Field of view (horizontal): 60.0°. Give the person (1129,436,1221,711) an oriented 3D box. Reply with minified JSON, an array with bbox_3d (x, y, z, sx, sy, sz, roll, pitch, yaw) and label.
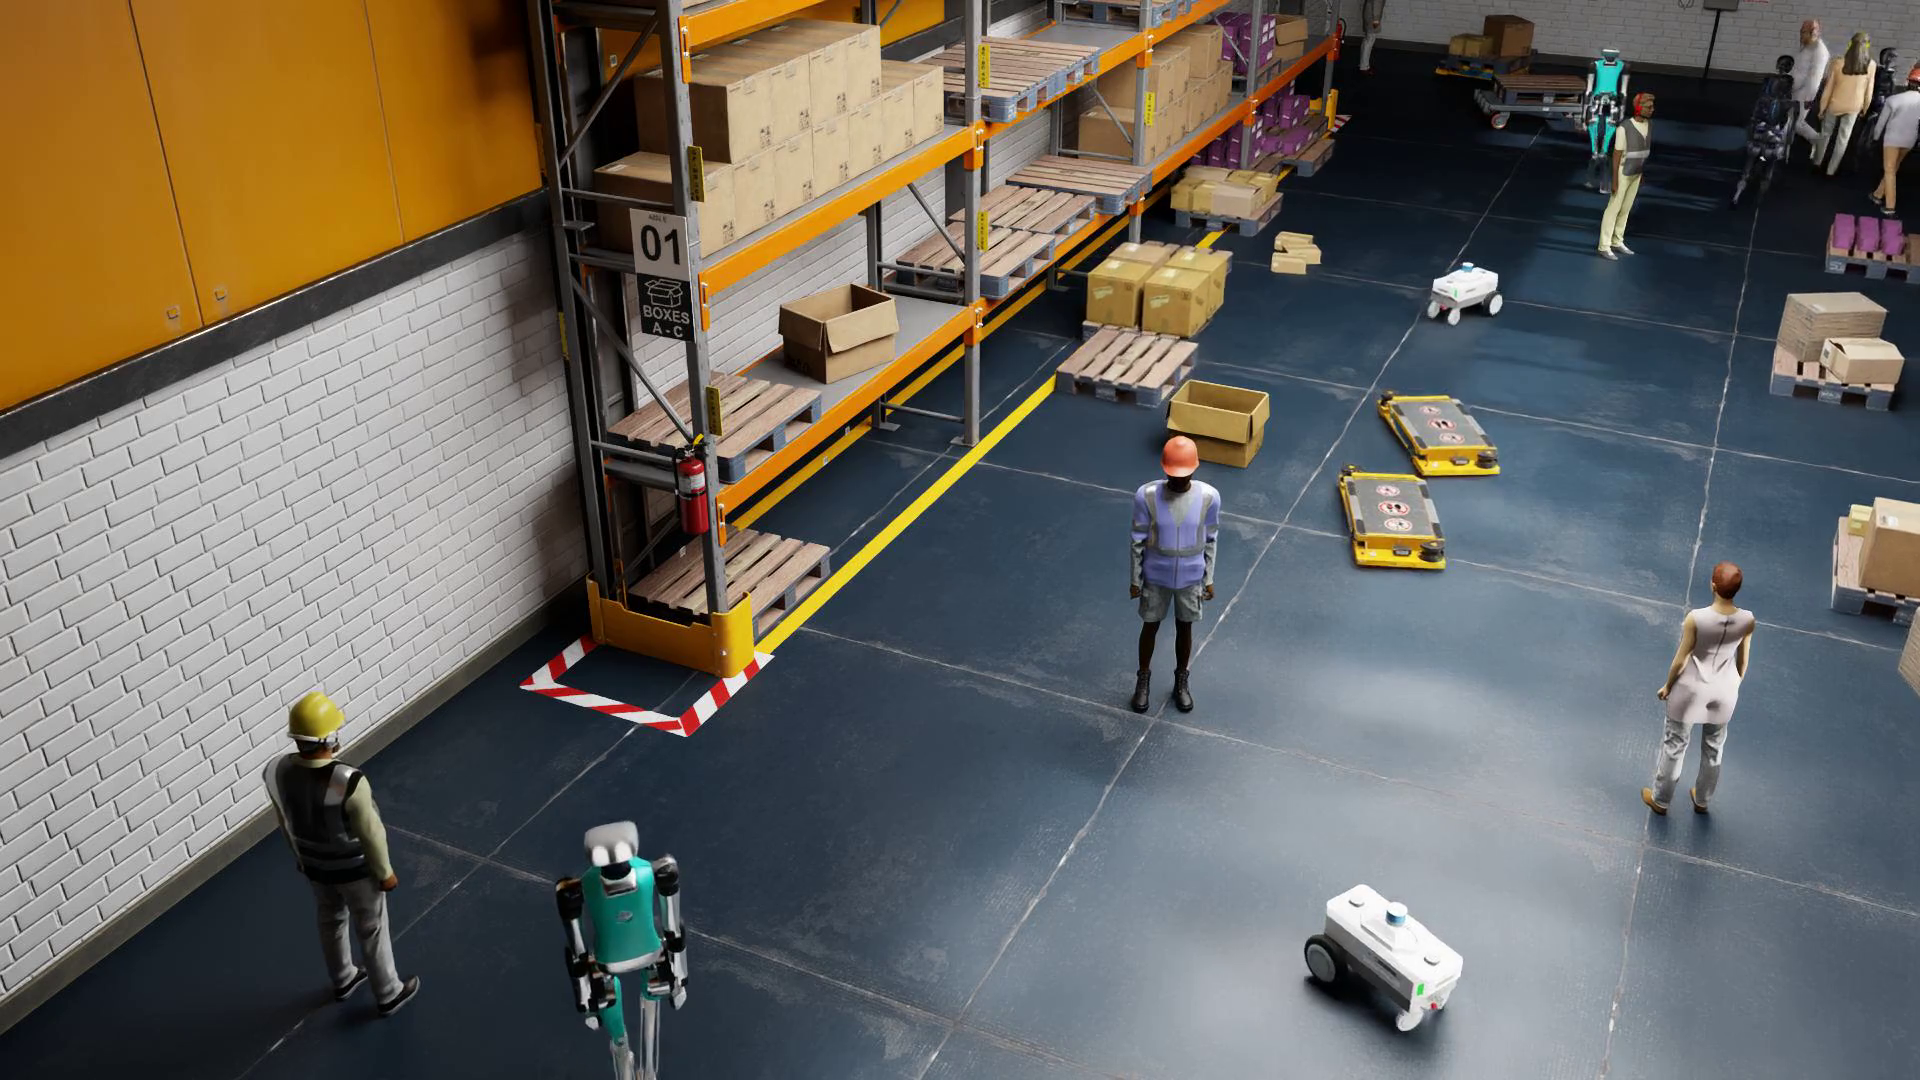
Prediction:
[{"bbox_3d":[1.352,0.226,10.553,0.552,1.935,0.360,0,28,1],"label":"person"}]

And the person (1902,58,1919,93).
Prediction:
[{"bbox_3d":[14.076,-7.005,24.005,0.864,1.898,0.530,16,32,27],"label":"person"}]

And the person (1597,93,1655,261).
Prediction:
[{"bbox_3d":[7.467,-4.081,18.629,0.569,1.849,0.384,-20,34,-32],"label":"person"}]

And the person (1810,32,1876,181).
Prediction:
[{"bbox_3d":[11.441,-5.636,21.520,0.583,1.843,0.841,12,31,22],"label":"person"}]

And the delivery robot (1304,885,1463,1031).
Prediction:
[{"bbox_3d":[2.178,2.111,8.532,0.499,0.612,0.784,-17,33,-29],"label":"delivery robot"}]

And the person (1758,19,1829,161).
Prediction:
[{"bbox_3d":[11.190,-5.937,22.035,0.719,1.879,0.656,-1,28,-2],"label":"person"}]

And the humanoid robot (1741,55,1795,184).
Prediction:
[{"bbox_3d":[10.267,-5.329,21.128,0.356,1.651,0.607,-7,29,-13],"label":"humanoid robot"}]

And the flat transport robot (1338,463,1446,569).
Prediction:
[{"bbox_3d":[3.384,-0.194,13.087,0.659,0.231,1.431,3,28,5],"label":"flat transport robot"}]

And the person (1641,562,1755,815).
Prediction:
[{"bbox_3d":[4.299,0.872,9.646,0.448,1.657,0.285,1,28,2],"label":"person"}]

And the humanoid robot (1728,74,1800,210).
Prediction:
[{"bbox_3d":[9.738,-4.809,20.214,0.631,1.652,0.605,-20,34,-32],"label":"humanoid robot"}]

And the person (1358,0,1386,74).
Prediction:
[{"bbox_3d":[6.650,-8.425,26.721,0.369,1.824,0.514,2,28,4],"label":"person"}]

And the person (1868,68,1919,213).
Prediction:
[{"bbox_3d":[11.453,-4.872,20.255,0.545,1.699,0.820,1,28,1],"label":"person"}]

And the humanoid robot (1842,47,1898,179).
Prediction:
[{"bbox_3d":[11.837,-5.526,21.491,0.346,1.646,0.610,0,28,-1],"label":"humanoid robot"}]

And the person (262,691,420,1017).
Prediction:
[{"bbox_3d":[-3.053,1.557,8.210,0.595,1.824,0.403,10,30,18],"label":"person"}]

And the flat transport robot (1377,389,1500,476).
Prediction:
[{"bbox_3d":[4.147,-0.941,14.473,0.659,0.231,1.431,-1,28,-3],"label":"flat transport robot"}]

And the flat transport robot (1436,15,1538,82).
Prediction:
[{"bbox_3d":[8.446,-7.521,26.675,1.431,0.231,0.659,22,35,35],"label":"flat transport robot"}]

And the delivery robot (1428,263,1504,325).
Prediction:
[{"bbox_3d":[5.236,-2.567,17.207,0.797,0.614,0.499,-19,34,-31],"label":"delivery robot"}]

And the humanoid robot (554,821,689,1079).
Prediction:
[{"bbox_3d":[-1.537,1.955,7.616,0.537,1.848,0.738,-10,30,-18],"label":"humanoid robot"}]

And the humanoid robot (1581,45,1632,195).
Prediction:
[{"bbox_3d":[8.071,-5.234,20.889,0.616,1.778,0.848,11,30,19],"label":"humanoid robot"}]
